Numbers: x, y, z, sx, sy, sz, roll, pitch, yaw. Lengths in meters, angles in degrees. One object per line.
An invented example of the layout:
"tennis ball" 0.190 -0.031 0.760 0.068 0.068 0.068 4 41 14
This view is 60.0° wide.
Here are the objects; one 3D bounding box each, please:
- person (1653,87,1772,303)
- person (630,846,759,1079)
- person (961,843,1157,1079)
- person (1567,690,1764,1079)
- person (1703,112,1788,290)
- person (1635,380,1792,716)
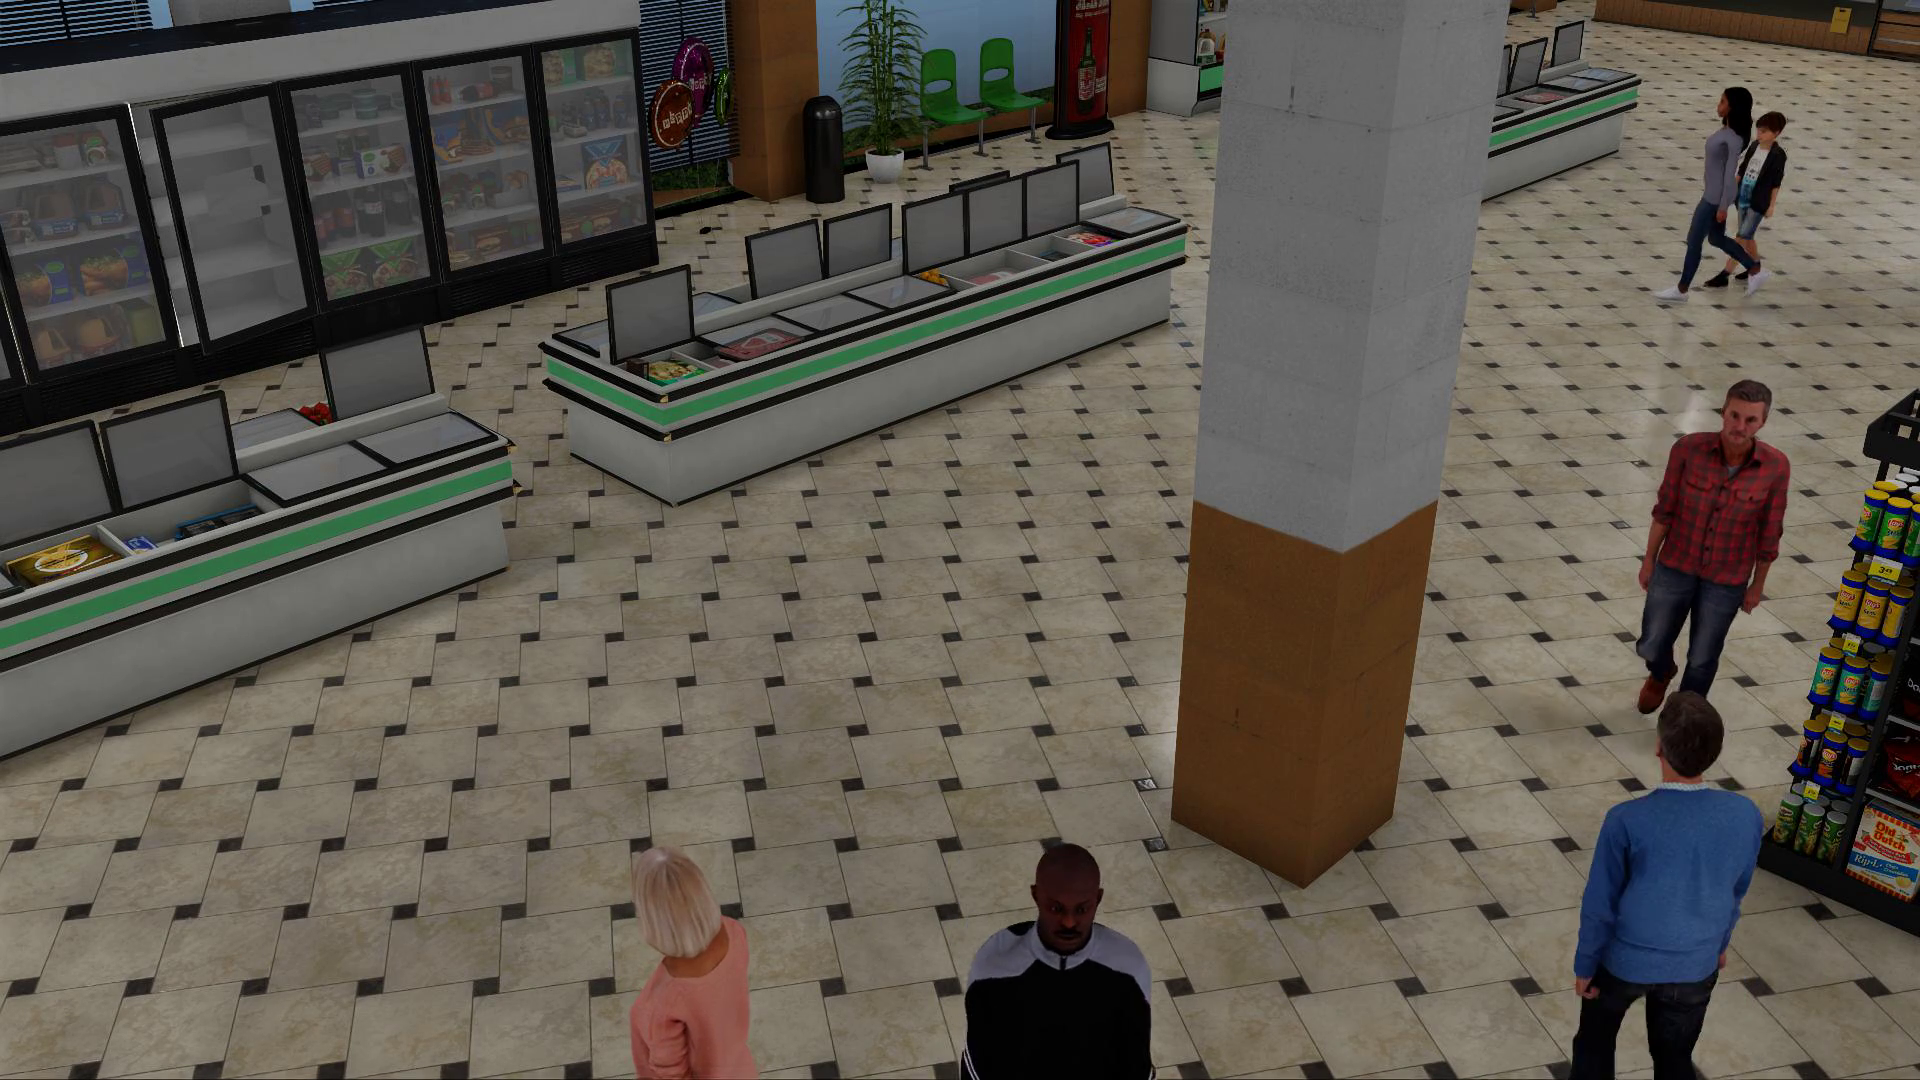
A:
"person" 6.083 -2.674 13.113 1.004 1.707 1.106 8 28 15
"person" -0.718 1.582 4.703 0.729 1.724 0.587 11 29 20
"person" 0.259 1.546 4.671 0.807 1.818 0.864 1 27 1
"person" 2.178 1.321 5.134 1.056 1.800 1.145 1 27 3
"person" 6.537 -2.771 13.622 0.961 1.421 0.797 -8 28 -15
"person" 3.376 0.100 7.524 0.811 1.815 0.851 13 30 24
